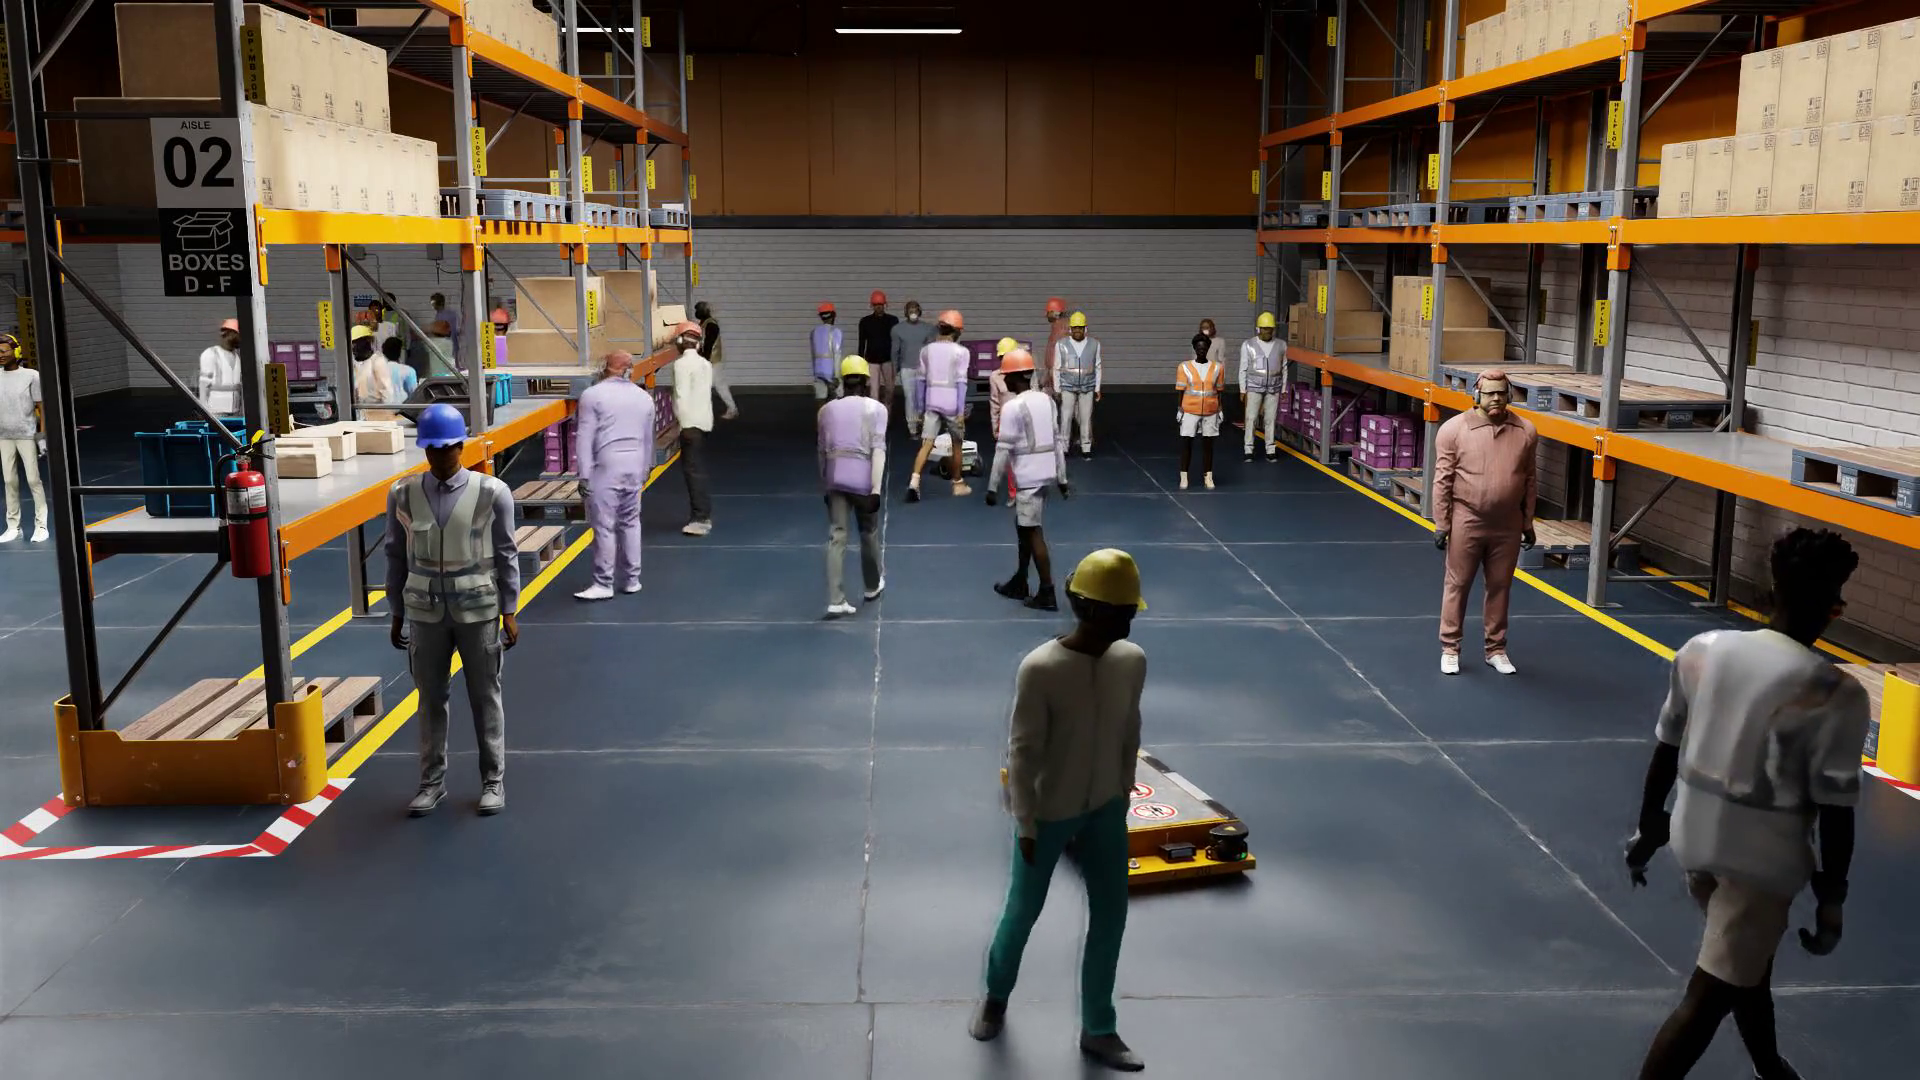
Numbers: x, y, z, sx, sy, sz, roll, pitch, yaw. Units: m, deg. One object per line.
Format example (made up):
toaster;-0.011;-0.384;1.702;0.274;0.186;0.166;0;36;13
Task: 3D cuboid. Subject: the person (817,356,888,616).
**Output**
person;-0.782;-0.404;12.142;0.594;1.842;1.029;3;11;18

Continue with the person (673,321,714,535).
person;-2.505;-1.030;15.390;0.396;1.945;0.827;2;10;12

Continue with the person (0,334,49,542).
person;-8.433;-0.906;14.871;0.538;1.869;0.313;0;10;-2

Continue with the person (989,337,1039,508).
person;0.547;-1.172;16.702;0.546;1.734;0.467;4;11;22

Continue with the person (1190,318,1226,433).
person;3.503;-2.325;23.473;0.510;1.617;0.544;3;11;14

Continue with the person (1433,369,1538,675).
person;3.261;-0.105;10.307;0.655;1.906;0.407;0;10;-2

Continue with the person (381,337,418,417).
person;-6.118;-1.377;18.078;0.545;1.644;0.869;1;10;5

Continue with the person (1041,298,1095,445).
person;1.308;-2.214;21.948;1.018;1.952;0.607;-1;10;-8

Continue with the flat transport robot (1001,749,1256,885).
flat transport robot;0.724;1.206;7.560;0.652;0.197;1.431;-3;11;-17

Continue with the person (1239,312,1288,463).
person;3.695;-1.849;20.231;0.603;1.828;0.404;0;10;-2

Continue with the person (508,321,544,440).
person;-5.859;-2.251;22.303;0.657;1.903;0.871;3;11;15

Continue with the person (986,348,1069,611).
person;0.456;-0.453;12.261;0.819;1.898;0.618;8;13;38

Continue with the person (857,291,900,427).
person;-1.154;-2.576;23.848;0.647;1.980;0.471;-2;10;-10

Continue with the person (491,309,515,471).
person;-5.392;-1.769;19.625;0.563;1.892;0.978;0;10;-3

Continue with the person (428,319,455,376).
person;-7.101;-2.235;22.946;0.528;1.616;0.388;6;12;31

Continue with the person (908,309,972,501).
person;-0.234;-1.391;17.276;0.635;1.999;0.990;6;12;30

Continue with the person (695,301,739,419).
person;-3.784;-2.692;25.041;0.949;1.804;0.630;-5;11;-26

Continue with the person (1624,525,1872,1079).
person;2.233;0.891;4.803;1.036;1.899;0.652;-4;11;-20

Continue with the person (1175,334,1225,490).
person;2.602;-1.386;18.027;0.542;1.695;0.316;0;10;-2

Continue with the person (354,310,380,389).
person;-7.209;-1.866;20.246;0.540;1.867;0.578;-1;10;-6

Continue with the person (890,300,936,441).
person;-0.635;-2.331;22.712;0.639;1.905;0.956;-2;10;-10

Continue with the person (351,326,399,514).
person;-5.625;-1.121;16.078;0.386;1.877;0.693;-8;13;-39

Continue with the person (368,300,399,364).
person;-8.178;-2.451;23.481;0.538;1.869;0.313;0;10;-2

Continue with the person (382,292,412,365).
person;-9.475;-3.202;27.739;0.636;1.842;0.429;0;10;-2

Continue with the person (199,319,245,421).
person;-7.665;-1.353;17.352;0.387;1.884;0.658;4;11;22

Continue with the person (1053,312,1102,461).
person;1.439;-1.872;20.354;0.603;1.830;0.404;0;10;-2

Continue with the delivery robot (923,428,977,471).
delivery robot;-0.119;-1.042;19.030;0.477;0.478;0.707;-7;12;-35

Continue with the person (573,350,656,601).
person;-2.670;-0.490;12.590;0.432;1.865;0.807;9;14;42

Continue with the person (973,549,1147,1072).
person;0.330;0.852;5.478;0.541;1.728;0.644;-6;12;-29

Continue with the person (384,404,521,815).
person;-2.370;0.330;7.771;0.618;1.944;0.400;0;10;-2

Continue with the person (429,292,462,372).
person;-8.145;-3.043;26.747;0.985;1.897;0.642;-5;11;-24

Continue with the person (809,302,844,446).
person;-1.772;-2.189;21.975;0.572;1.880;0.642;6;12;31
